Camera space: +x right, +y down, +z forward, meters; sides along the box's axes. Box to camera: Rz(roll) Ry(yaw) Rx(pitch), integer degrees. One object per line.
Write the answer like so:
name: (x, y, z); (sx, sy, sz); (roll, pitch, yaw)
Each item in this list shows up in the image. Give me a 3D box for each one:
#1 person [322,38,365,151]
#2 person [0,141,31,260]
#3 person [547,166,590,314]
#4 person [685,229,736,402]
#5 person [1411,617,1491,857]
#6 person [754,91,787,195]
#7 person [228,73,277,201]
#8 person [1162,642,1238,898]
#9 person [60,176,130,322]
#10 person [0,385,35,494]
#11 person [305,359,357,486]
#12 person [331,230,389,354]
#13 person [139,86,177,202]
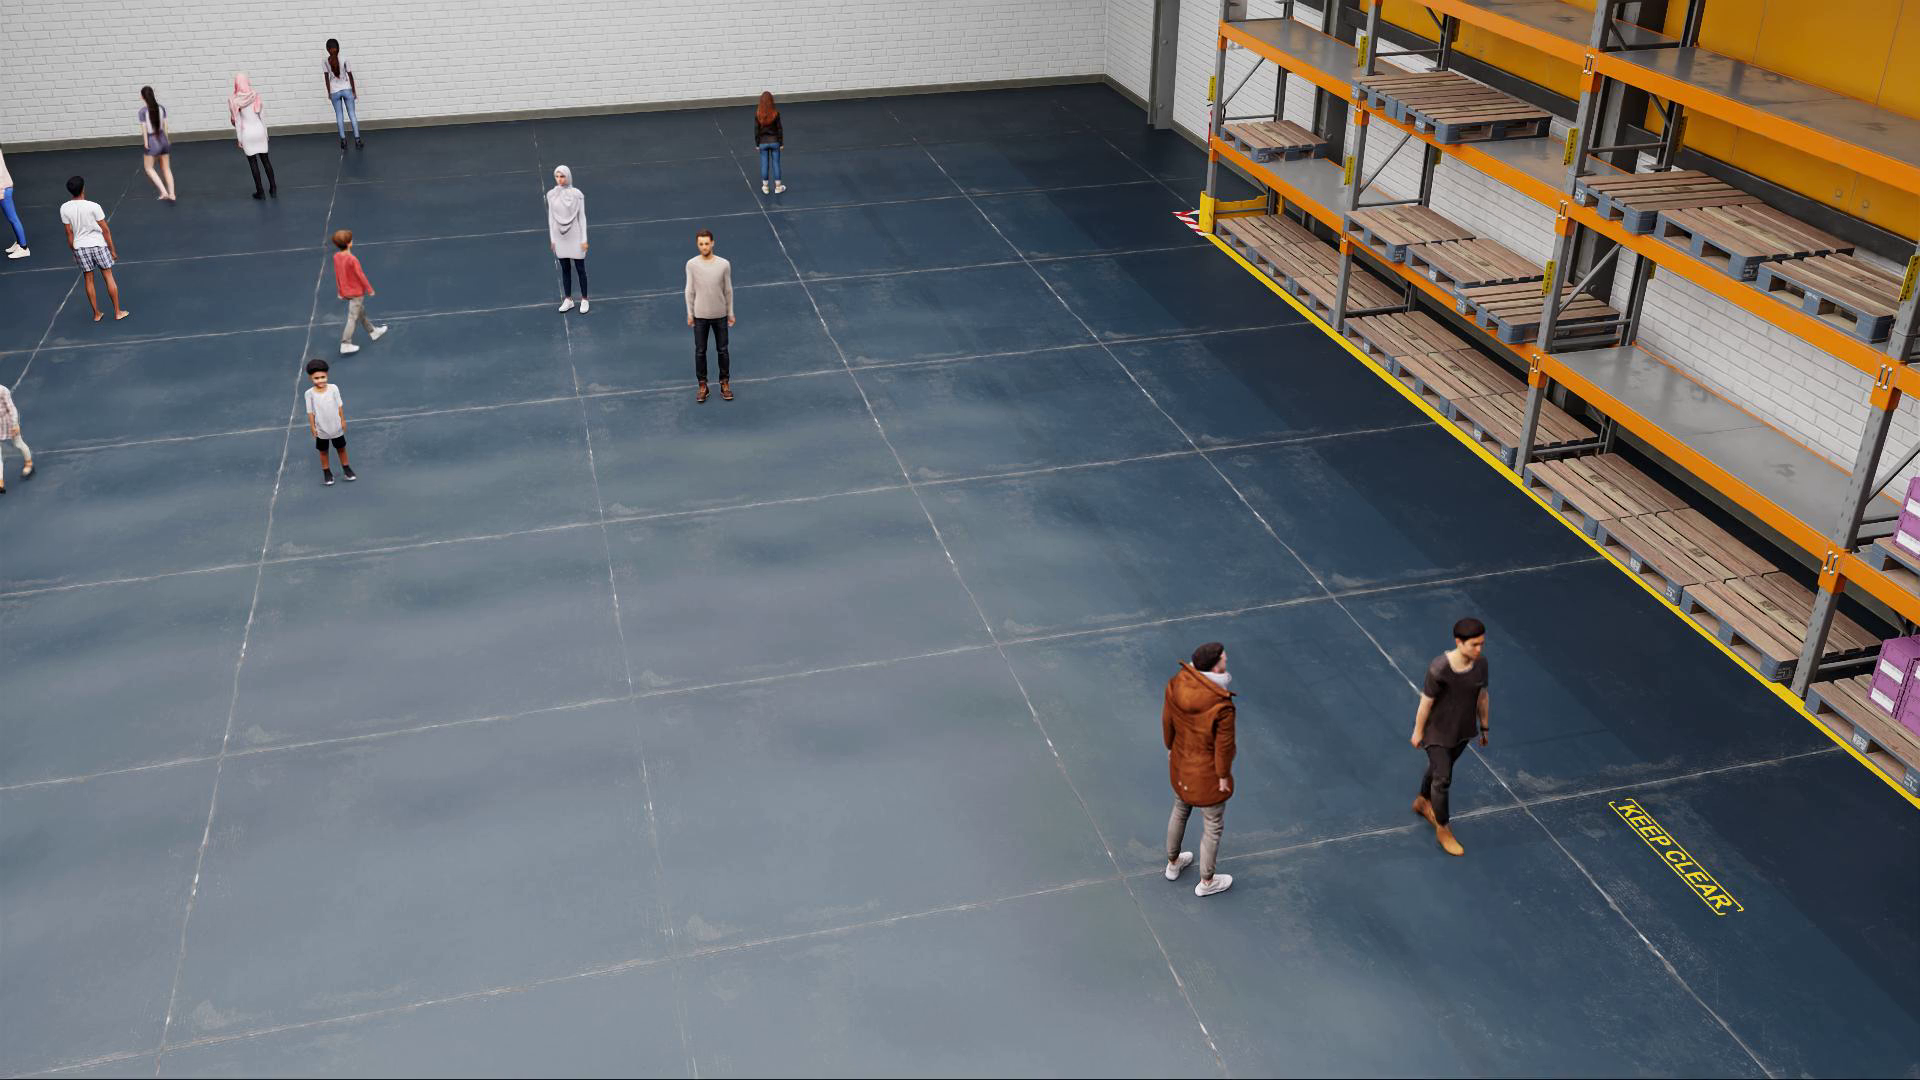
person: (-9.805, -7.080, 26.367); (0.585, 1.719, 0.517); (-8, 30, -14)
person: (-12.507, -4.583, 21.736); (0.765, 1.769, 0.589); (-16, 33, -27)
person: (-4.685, -3.614, 19.955); (0.679, 1.775, 0.655); (3, 29, 6)
person: (-2.645, -2.393, 17.620); (0.669, 1.868, 0.589); (-5, 29, -8)
person: (3.239, 1.212, 11.194); (0.739, 1.693, 0.914); (-13, 31, -22)
person: (-2.785, -5.812, 24.288); (0.606, 1.483, 0.574); (-1, 29, -2)
person: (-10.194, -5.823, 23.975); (0.720, 1.803, 0.738); (-25, 37, -38)
person: (1.533, 1.447, 10.612); (0.881, 1.838, 0.780); (-22, 36, -35)
person: (-10.286, -3.447, 19.692); (0.666, 1.733, 0.557); (-4, 29, -7)
person: (-9.139, -1.124, 15.922); (0.652, 1.266, 0.981); (-2, 29, -4)
person: (-6.082, -1.150, 15.979); (0.519, 1.256, 0.527); (-14, 32, -24)
person: (-6.931, -2.783, 18.842); (0.938, 1.383, 0.945); (19, 34, 31)
person: (-11.445, -5.651, 23.833); (0.769, 1.636, 0.702); (13, 31, 22)
